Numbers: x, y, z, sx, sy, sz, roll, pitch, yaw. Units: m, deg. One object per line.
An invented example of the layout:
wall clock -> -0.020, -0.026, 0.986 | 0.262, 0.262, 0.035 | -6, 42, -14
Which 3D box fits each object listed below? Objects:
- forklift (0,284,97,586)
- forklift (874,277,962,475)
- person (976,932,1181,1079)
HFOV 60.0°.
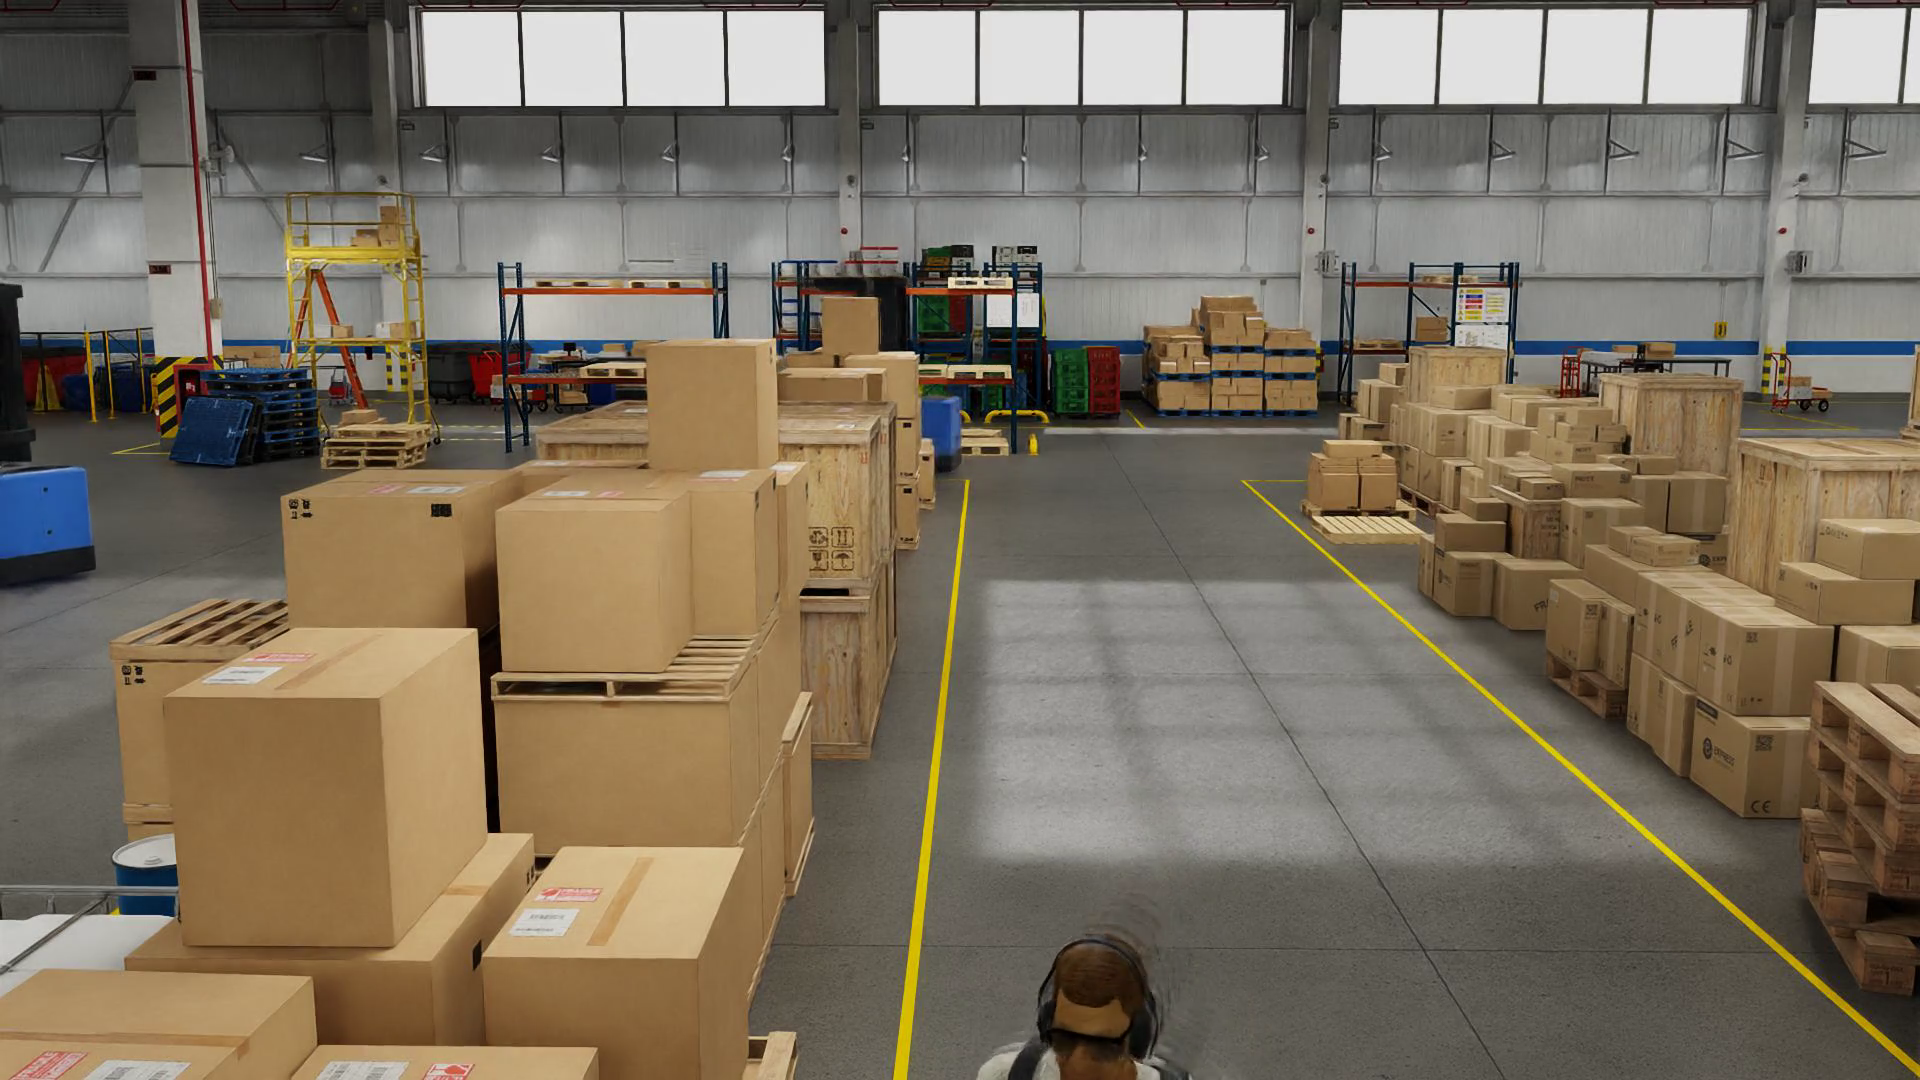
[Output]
forklift -> -9.383, -1.046, 15.903 | 1.873, 2.768, 1.129 | 6, 11, 30
forklift -> -0.966, -2.395, 23.983 | 1.873, 2.768, 1.129 | 2, 10, 9
person -> 0.224, 1.615, 3.136 | 0.546, 1.813, 0.764 | 3, 10, 19
